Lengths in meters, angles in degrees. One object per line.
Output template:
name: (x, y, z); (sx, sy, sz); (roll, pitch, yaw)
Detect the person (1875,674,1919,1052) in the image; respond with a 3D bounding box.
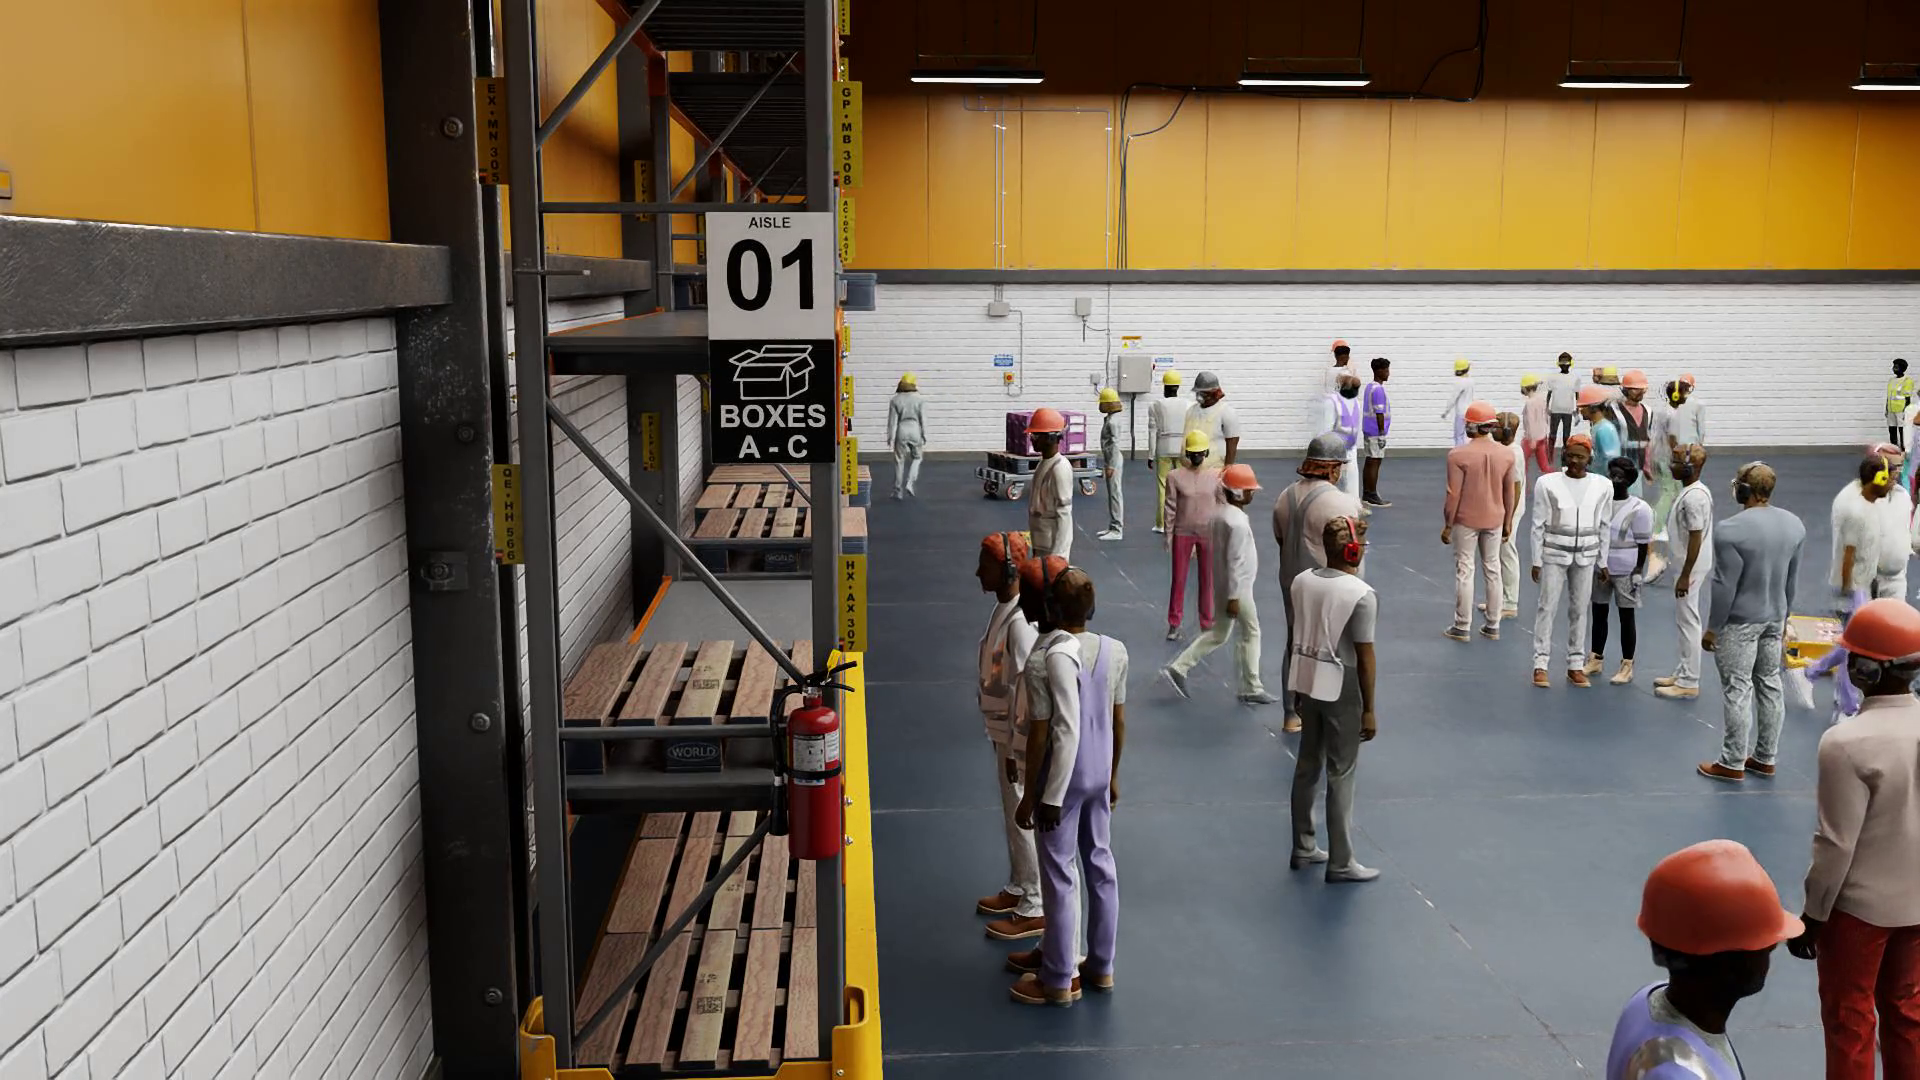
person: (3.729, 1.060, 6.062); (0.725, 2.000, 0.731); (-2, 9, -14)

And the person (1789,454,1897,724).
person: (6.024, 0.330, 11.299); (0.625, 1.840, 0.566); (7, 12, 38)

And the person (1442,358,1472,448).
person: (7.812, -1.967, 26.001); (0.399, 1.748, 0.540); (6, 11, 31)

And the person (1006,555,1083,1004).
person: (0.375, 0.990, 6.981); (0.344, 1.885, 0.584); (0, 9, 0)

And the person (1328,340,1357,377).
person: (6.199, -2.270, 27.171); (0.624, 1.981, 0.412); (-6, 11, -34)

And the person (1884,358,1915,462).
person: (15.274, -2.111, 27.076); (0.322, 1.691, 0.532); (-2, 9, -10)

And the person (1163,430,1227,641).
person: (1.951, -0.032, 13.781); (0.531, 1.767, 0.328); (0, 9, 3)

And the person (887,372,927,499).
person: (-0.726, -1.414, 22.570); (0.560, 1.724, 0.331); (0, 9, -1)

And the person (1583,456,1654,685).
person: (4.873, 0.223, 12.388); (0.318, 1.700, 0.535); (-6, 11, -34)

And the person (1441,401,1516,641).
person: (4.297, -0.155, 13.822); (0.623, 1.995, 0.381); (-2, 9, -10)

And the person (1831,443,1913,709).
person: (6.323, 0.276, 11.460); (0.692, 1.898, 0.490); (-3, 9, -17)

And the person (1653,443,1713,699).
person: (5.210, 0.221, 11.942); (0.342, 1.845, 0.506); (4, 10, 24)

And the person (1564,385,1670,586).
person: (6.427, -0.523, 16.273); (1.028, 1.979, 0.624); (4, 10, 24)

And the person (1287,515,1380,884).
person: (1.855, 0.793, 8.348); (0.387, 1.845, 0.565); (-5, 10, -29)

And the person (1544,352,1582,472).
person: (9.201, -1.934, 25.393); (0.521, 1.873, 0.335); (4, 10, 21)

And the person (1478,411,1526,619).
person: (4.816, -0.220, 14.709); (0.326, 1.843, 0.515); (1, 9, 8)

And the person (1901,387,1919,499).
person: (12.036, -1.129, 20.778); (0.540, 1.725, 0.588); (1, 9, 5)

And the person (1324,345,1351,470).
person: (5.905, -2.070, 25.992); (0.375, 1.958, 0.598); (-4, 10, -21)

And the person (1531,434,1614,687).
person: (4.494, 0.154, 12.250); (0.575, 1.881, 0.362); (1, 9, 5)

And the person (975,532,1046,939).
person: (0.246, 0.887, 7.679); (0.355, 1.876, 0.573); (-1, 9, -6)

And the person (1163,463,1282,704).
person: (1.867, 0.314, 11.739); (0.773, 1.728, 0.570); (-1, 9, -3)

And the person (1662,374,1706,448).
person: (9.491, -1.306, 21.842); (0.562, 1.743, 0.337); (6, 11, 35)

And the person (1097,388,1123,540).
person: (1.724, -0.872, 19.130); (0.312, 1.741, 0.487); (0, 9, 3)

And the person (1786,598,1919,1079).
person: (2.998, 1.174, 5.478); (0.611, 1.997, 0.374); (-4, 10, -22)

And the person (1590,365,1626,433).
person: (9.316, -1.636, 23.924); (0.489, 1.741, 0.322); (1, 9, 8)

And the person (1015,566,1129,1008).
person: (0.459, 1.020, 6.925); (0.504, 1.847, 0.345); (-6, 11, -33)

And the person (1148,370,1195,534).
person: (2.485, -1.031, 19.538); (0.587, 1.930, 0.357); (-1, 9, -7)

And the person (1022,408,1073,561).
person: (0.656, 0.021, 12.577); (0.378, 2.044, 0.608); (-2, 9, -12)

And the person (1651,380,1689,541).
person: (8.099, -0.891, 18.906); (0.440, 1.851, 0.547); (2, 9, 14)

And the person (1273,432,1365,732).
person: (2.375, 0.296, 10.855); (0.535, 2.000, 0.680); (-5, 10, -27)

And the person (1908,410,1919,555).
person: (10.468, -0.653, 18.083); (0.280, 1.636, 0.502); (4, 10, 23)

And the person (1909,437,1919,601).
person: (9.065, -0.344, 15.452); (0.392, 1.853, 0.546); (-5, 10, -29)

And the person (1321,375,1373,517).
person: (4.794, -1.189, 21.027); (0.666, 1.784, 0.990); (-4, 10, -26)

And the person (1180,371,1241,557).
person: (2.584, -0.780, 17.612); (0.536, 2.000, 0.672); (-8, 12, -41)

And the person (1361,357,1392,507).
person: (5.486, -1.422, 21.896); (0.367, 1.960, 0.607); (0, 9, -2)

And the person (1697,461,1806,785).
person: (4.711, 0.494, 9.934); (0.627, 1.940, 0.371); (-3, 10, -19)

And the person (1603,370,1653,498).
person: (7.073, -0.778, 17.590); (0.605, 2.045, 0.379); (-3, 10, -20)

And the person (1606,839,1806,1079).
person: (1.453, 1.542, 3.346); (0.344, 1.942, 0.549); (3, 10, 19)
